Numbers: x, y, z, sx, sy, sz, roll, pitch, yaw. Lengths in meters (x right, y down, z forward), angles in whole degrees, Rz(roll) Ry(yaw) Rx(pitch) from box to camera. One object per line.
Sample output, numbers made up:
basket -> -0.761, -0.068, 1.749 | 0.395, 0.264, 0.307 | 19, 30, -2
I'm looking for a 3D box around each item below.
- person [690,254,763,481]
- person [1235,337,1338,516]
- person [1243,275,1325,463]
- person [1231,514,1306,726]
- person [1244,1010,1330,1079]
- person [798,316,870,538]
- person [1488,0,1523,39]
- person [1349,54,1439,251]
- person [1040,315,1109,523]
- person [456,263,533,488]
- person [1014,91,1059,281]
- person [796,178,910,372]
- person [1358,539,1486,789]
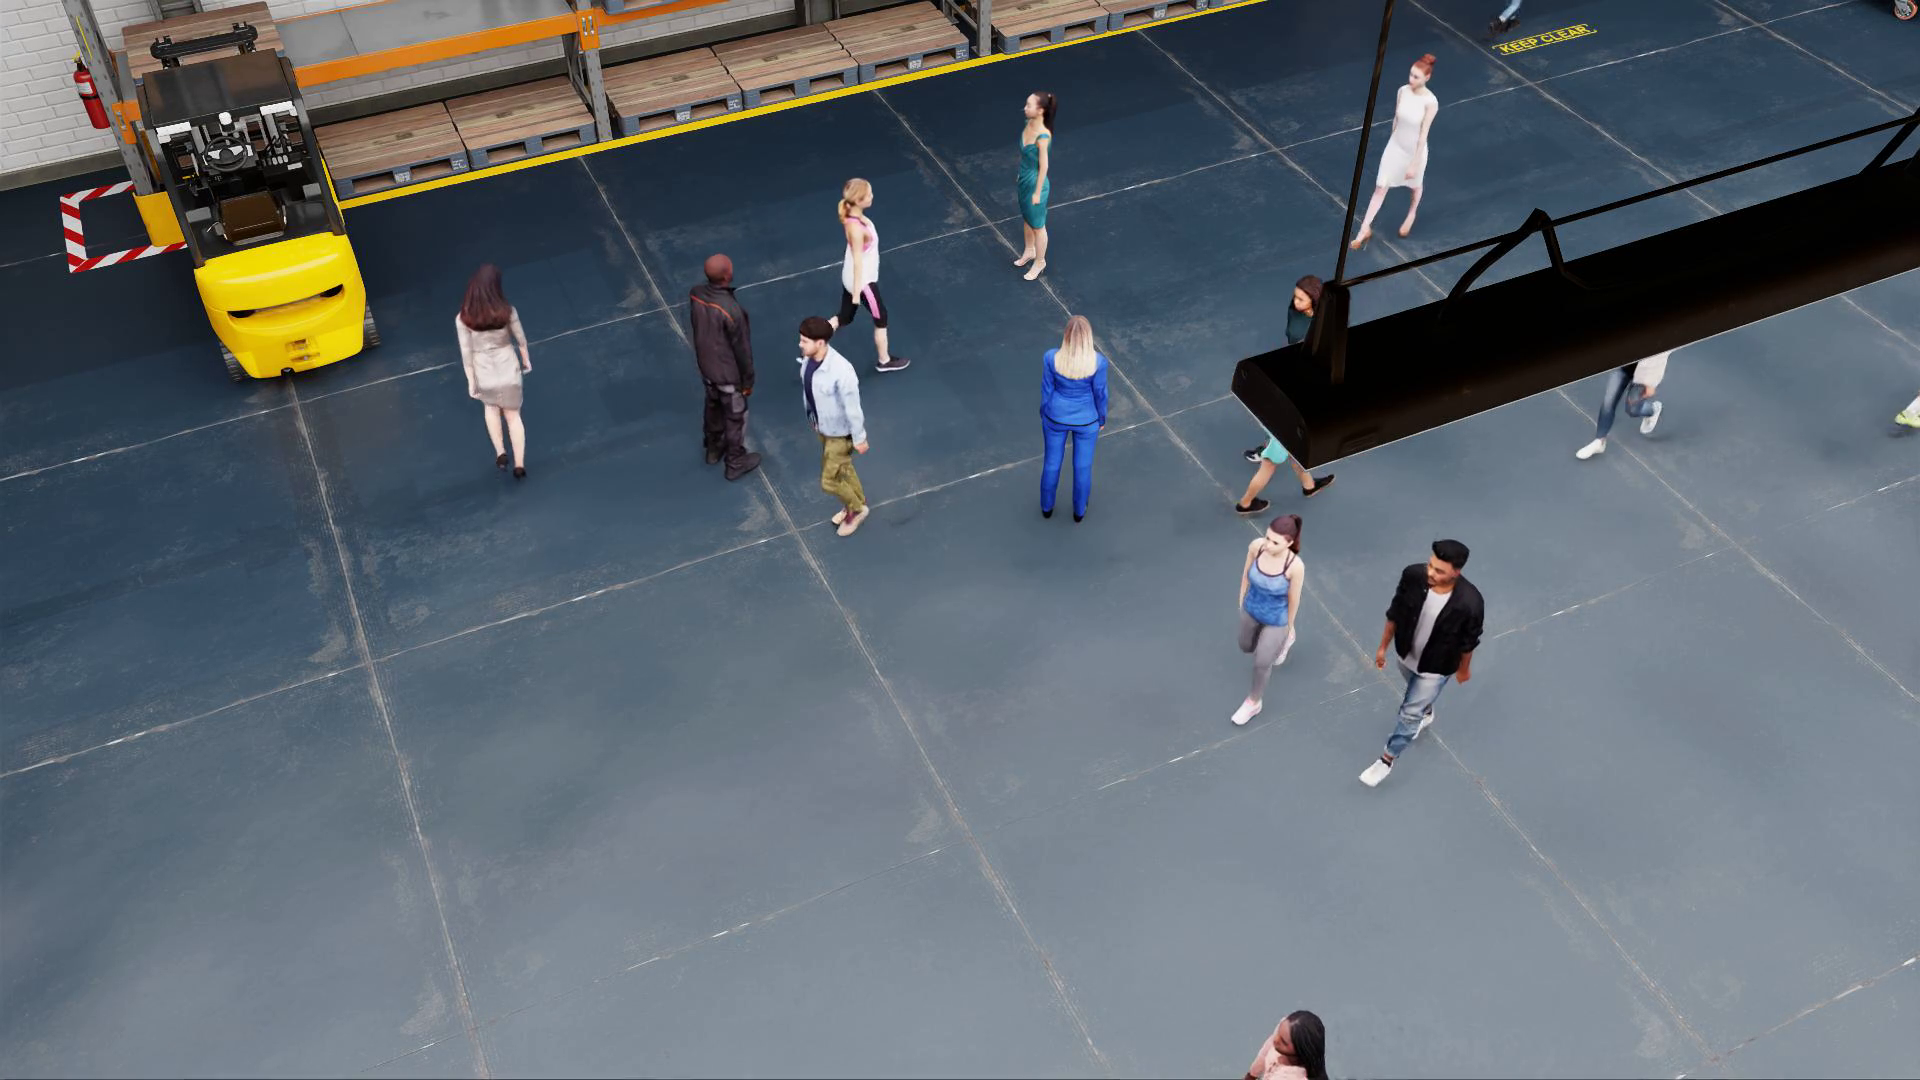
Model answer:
person -> -1.708, -1.222, 11.803 | 0.784, 1.810, 0.774 | 28, 50, 26
person -> 2.189, -0.752, 11.523 | 1.040, 1.516, 0.682 | -11, 45, -11
person -> 2.593, -1.254, 12.020 | 1.137, 1.557, 0.659 | -26, 49, -25
person -> 1.931, 0.428, 10.228 | 0.756, 1.594, 0.976 | 34, 53, 31
person -> 1.591, 2.711, 7.772 | 1.232, 1.676, 0.979 | 1, 44, 1
person -> -0.775, -0.787, 11.364 | 0.693, 1.786, 0.726 | -24, 49, -23
person -> 5.662, -5.696, 16.955 | 0.822, 1.180, 0.580 | -27, 50, -25
person -> 3.837, -3.264, 13.984 | 1.075, 1.758, 0.763 | -31, 51, -28
person -> 0.769, -0.824, 11.467 | 0.677, 1.698, 0.771 | 7, 44, 7
person -> -3.271, -1.101, 11.756 | 0.650, 1.700, 0.721 | -19, 47, -19
person -> 0.606, -2.919, 13.674 | 0.504, 1.687, 0.556 | -14, 45, -15
person -> -0.860, -1.951, 12.608 | 1.161, 1.756, 0.735 | -11, 45, -12
person -> 2.841, 0.603, 9.914 | 1.169, 1.773, 0.879 | -30, 51, -28
